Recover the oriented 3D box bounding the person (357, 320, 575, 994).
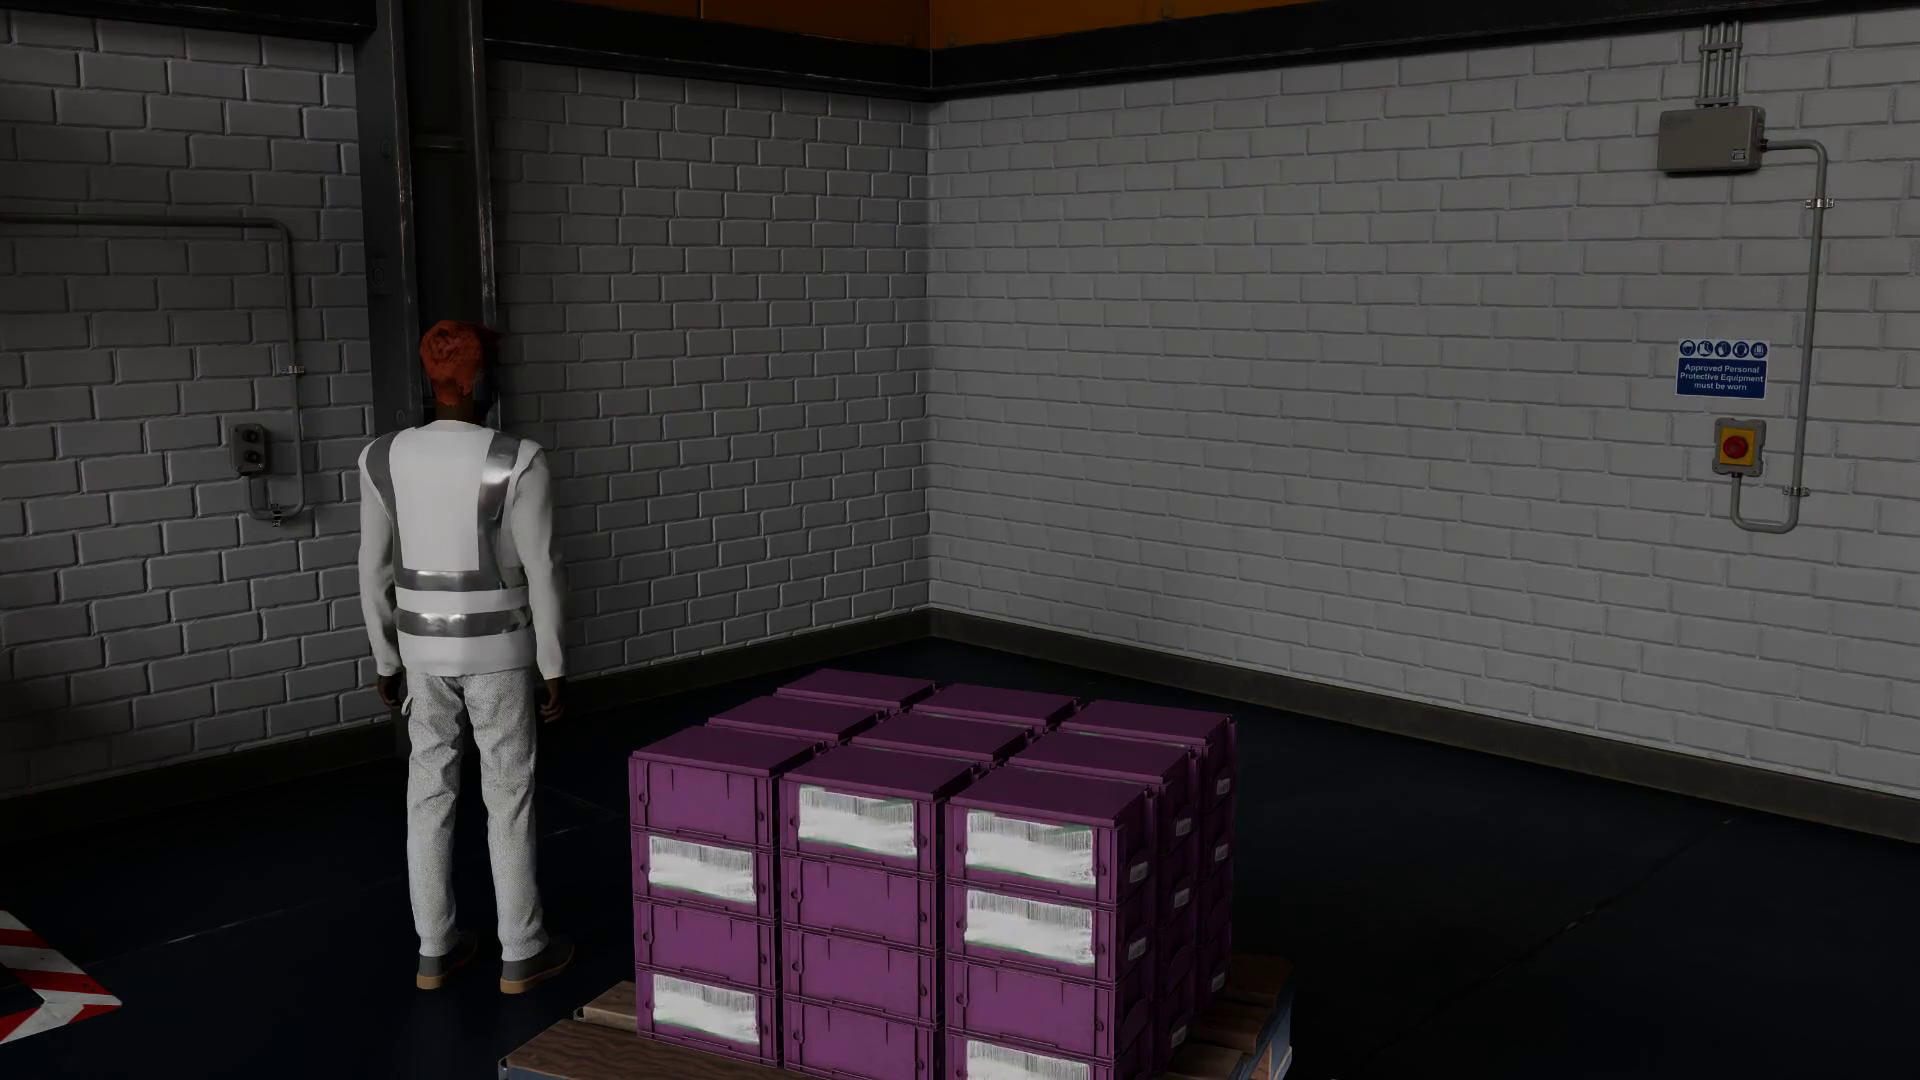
[{"bbox_3d":[-1.371,0.332,4.653,0.585,1.882,0.337,2,9,10],"label":"person"}]
